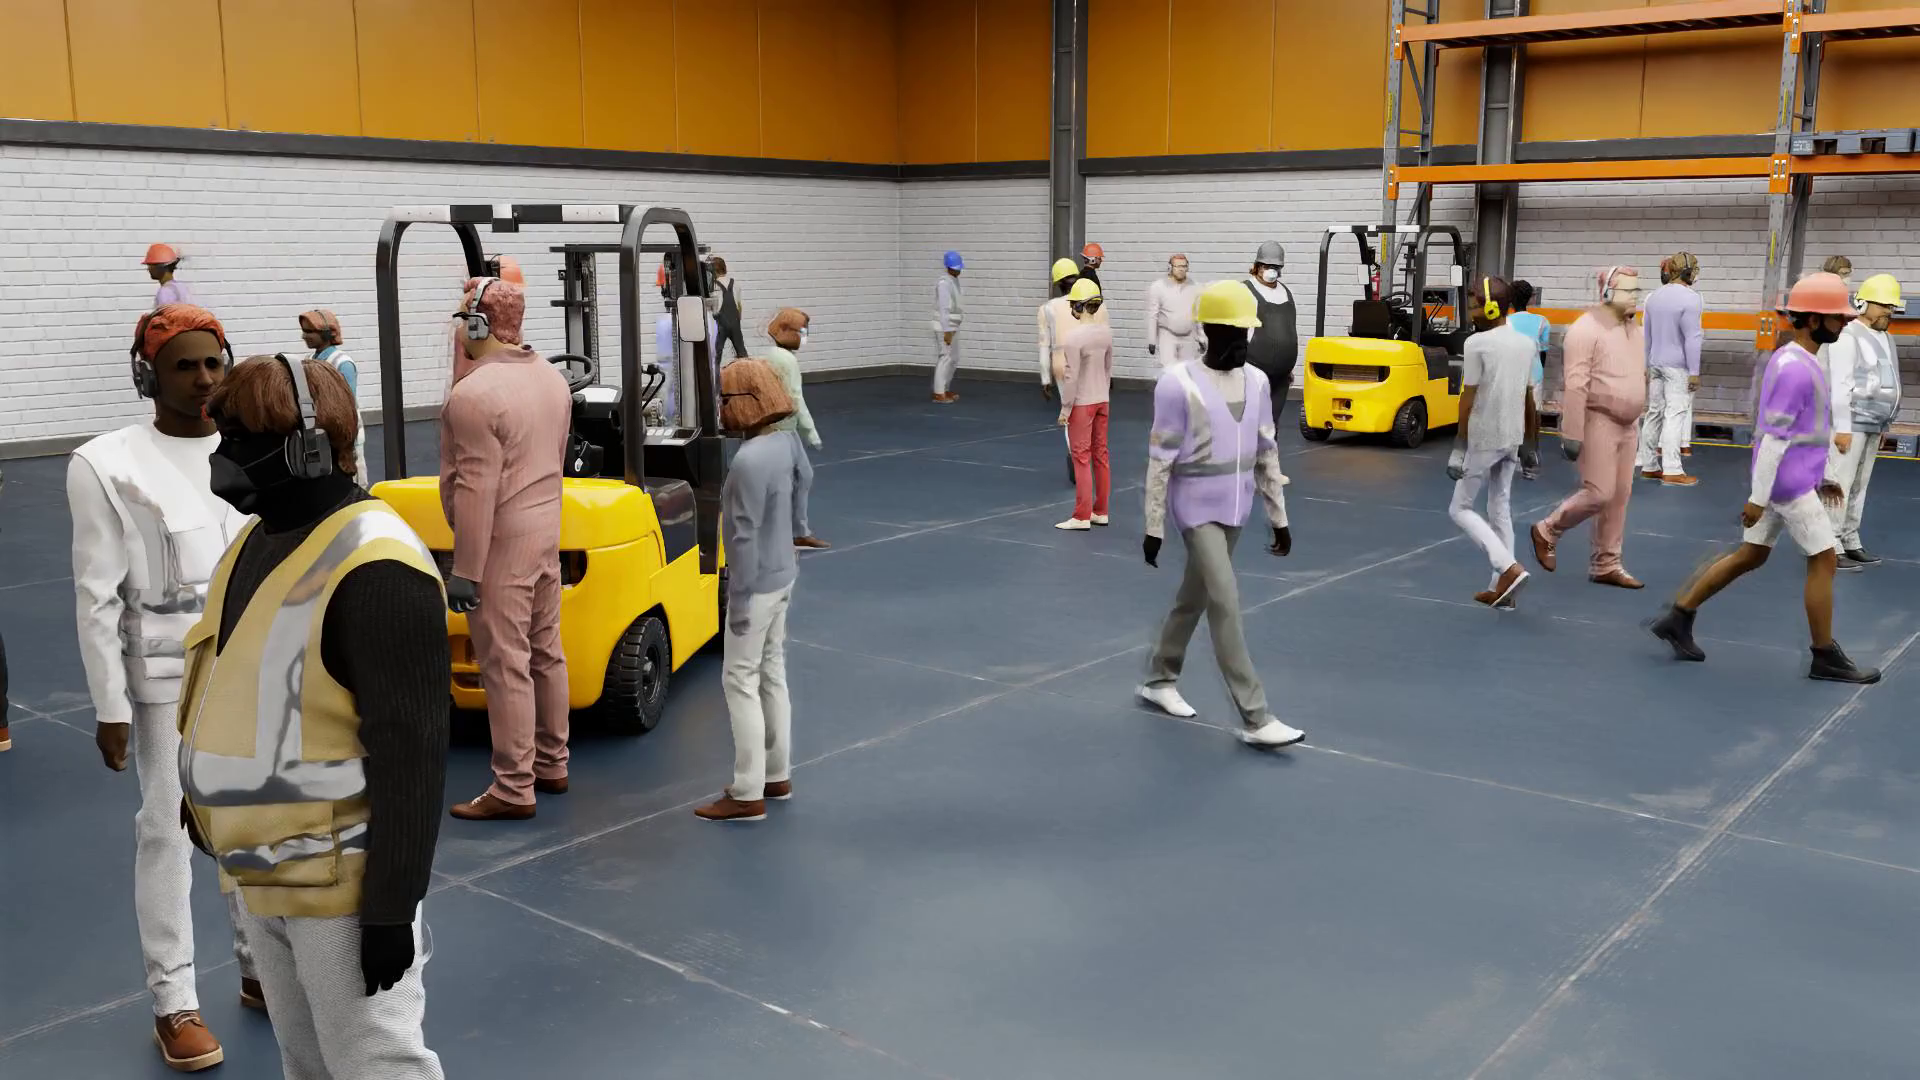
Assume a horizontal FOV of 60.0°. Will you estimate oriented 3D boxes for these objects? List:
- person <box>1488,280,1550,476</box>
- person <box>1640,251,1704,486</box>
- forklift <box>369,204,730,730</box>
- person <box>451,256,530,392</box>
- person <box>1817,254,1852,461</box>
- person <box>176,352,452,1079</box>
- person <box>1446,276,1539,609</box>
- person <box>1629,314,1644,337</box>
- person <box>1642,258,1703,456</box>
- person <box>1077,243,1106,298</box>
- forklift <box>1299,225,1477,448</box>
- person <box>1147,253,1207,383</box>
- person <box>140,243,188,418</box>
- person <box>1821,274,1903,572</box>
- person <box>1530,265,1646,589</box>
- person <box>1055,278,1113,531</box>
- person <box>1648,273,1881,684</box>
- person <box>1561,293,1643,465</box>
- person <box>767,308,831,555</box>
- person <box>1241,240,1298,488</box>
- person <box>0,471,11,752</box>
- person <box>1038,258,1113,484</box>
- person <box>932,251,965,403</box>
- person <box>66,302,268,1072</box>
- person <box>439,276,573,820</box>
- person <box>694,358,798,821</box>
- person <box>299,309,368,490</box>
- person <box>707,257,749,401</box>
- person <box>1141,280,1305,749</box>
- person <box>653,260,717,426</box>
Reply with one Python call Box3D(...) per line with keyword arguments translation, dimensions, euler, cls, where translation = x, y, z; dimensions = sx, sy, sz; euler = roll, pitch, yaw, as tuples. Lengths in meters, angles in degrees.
Box3D(translation=(4.801, -1.383, 14.317), dimensions=(0.530, 1.696, 0.322), euler=(-2, 10, -11), cls="person")
Box3D(translation=(5.944, -1.421, 13.855), dimensions=(0.365, 1.939, 0.636), euler=(-3, 11, -14), cls="person")
Box3D(translation=(-1.766, -0.406, 7.525), dimensions=(1.214, 2.155, 2.313), euler=(1, 10, 7), cls="forklift")
Box3D(translation=(-2.841, -0.673, 9.715), dimensions=(0.912, 1.956, 0.630), euler=(-10, 14, -43), cls="person")
Box3D(translation=(7.881, -1.681, 15.396), dimensions=(0.654, 1.907, 0.643), euler=(-7, 13, -35), cls="person")
Box3D(translation=(-1.157, 0.587, 2.998), dimensions=(0.429, 1.843, 0.633), euler=(-10, 14, -43), cls="person")
Box3D(translation=(2.925, -0.508, 9.049), dimensions=(0.587, 1.847, 0.473), euler=(-5, 12, -27), cls="person")
Box3D(translation=(5.250, -1.177, 13.349), dimensions=(0.497, 1.633, 0.279), euler=(-6, 12, -29), cls="person")
Box3D(translation=(6.708, -1.722, 15.737), dimensions=(0.591, 1.872, 0.371), euler=(-1, 10, -6), cls="person")
Box3D(translation=(1.663, -2.788, 21.276), dimensions=(0.396, 1.992, 0.622), euler=(-3, 11, -15), cls="person")
Box3D(translation=(4.449, -2.115, 16.993), dimensions=(1.214, 2.155, 2.313), euler=(8, 13, 38), cls="forklift")
Box3D(translation=(2.430, -2.246, 18.570), dimensions=(0.661, 1.894, 0.416), euler=(-3, 11, -19), cls="person")
Box3D(translation=(-7.298, -1.766, 15.584), dimensions=(0.950, 2.015, 0.616), euler=(-3, 11, -16), cls="person")
Box3D(translation=(5.586, -0.723, 10.303), dimensions=(0.587, 1.826, 0.404), euler=(-8, 13, -38), cls="person")
Box3D(translation=(3.765, -0.666, 9.792), dimensions=(0.663, 1.890, 0.589), euler=(-8, 13, -37), cls="person")
Box3D(translation=(0.875, -0.946, 11.706), dimensions=(0.312, 1.768, 0.522), euler=(8, 13, 38), cls="person")
Box3D(translation=(3.782, -0.294, 7.751), dimensions=(0.966, 1.904, 0.540), euler=(4, 11, 20), cls="person")
Box3D(translation=(5.950, -1.548, 15.242), dimensions=(0.491, 1.690, 0.891), euler=(-9, 14, -41), cls="person")
Box3D(translation=(-1.043, -0.681, 10.674), dimensions=(0.577, 1.603, 0.550), euler=(-2, 10, -11), cls="person")
Box3D(translation=(2.539, -1.452, 13.743), dimensions=(0.682, 2.000, 0.536), euler=(-6, 12, -31), cls="person")
Box3D(translation=(-4.034, -0.108, 6.436), dimensions=(0.394, 1.989, 0.616), euler=(7, 12, 32), cls="person")
Box3D(translation=(0.950, -1.417, 13.979), dimensions=(0.611, 1.885, 0.844), euler=(3, 11, 14), cls="person")
Box3D(translation=(-0.133, -2.648, 20.755), dimensions=(0.506, 1.900, 0.640), euler=(3, 11, 18), cls="person")
Box3D(translation=(-1.884, 0.356, 4.164), dimensions=(0.349, 1.882, 0.584), euler=(7, 12, 35), cls="person")
Box3D(translation=(-1.621, 0.035, 5.881), dimensions=(0.409, 1.909, 0.639), euler=(2, 11, 14), cls="person")
Box3D(translation=(-0.746, 0.171, 5.901), dimensions=(0.339, 1.633, 0.512), euler=(2, 10, 9), cls="person")
Box3D(translation=(-3.764, -0.571, 10.027), dimensions=(0.528, 1.626, 0.322), euler=(8, 13, 39), cls="person")
Box3D(translation=(-2.900, -2.656, 21.057), dimensions=(0.761, 1.817, 0.535), euler=(-7, 12, -32), cls="person")
Box3D(translation=(1.074, -0.121, 6.824), dimensions=(0.608, 1.871, 0.983), euler=(-8, 13, -37), cls="person")
Box3D(translation=(-1.788, -0.897, 11.007), dimensions=(0.547, 1.919, 0.557), euler=(5, 11, 27), cls="person")
